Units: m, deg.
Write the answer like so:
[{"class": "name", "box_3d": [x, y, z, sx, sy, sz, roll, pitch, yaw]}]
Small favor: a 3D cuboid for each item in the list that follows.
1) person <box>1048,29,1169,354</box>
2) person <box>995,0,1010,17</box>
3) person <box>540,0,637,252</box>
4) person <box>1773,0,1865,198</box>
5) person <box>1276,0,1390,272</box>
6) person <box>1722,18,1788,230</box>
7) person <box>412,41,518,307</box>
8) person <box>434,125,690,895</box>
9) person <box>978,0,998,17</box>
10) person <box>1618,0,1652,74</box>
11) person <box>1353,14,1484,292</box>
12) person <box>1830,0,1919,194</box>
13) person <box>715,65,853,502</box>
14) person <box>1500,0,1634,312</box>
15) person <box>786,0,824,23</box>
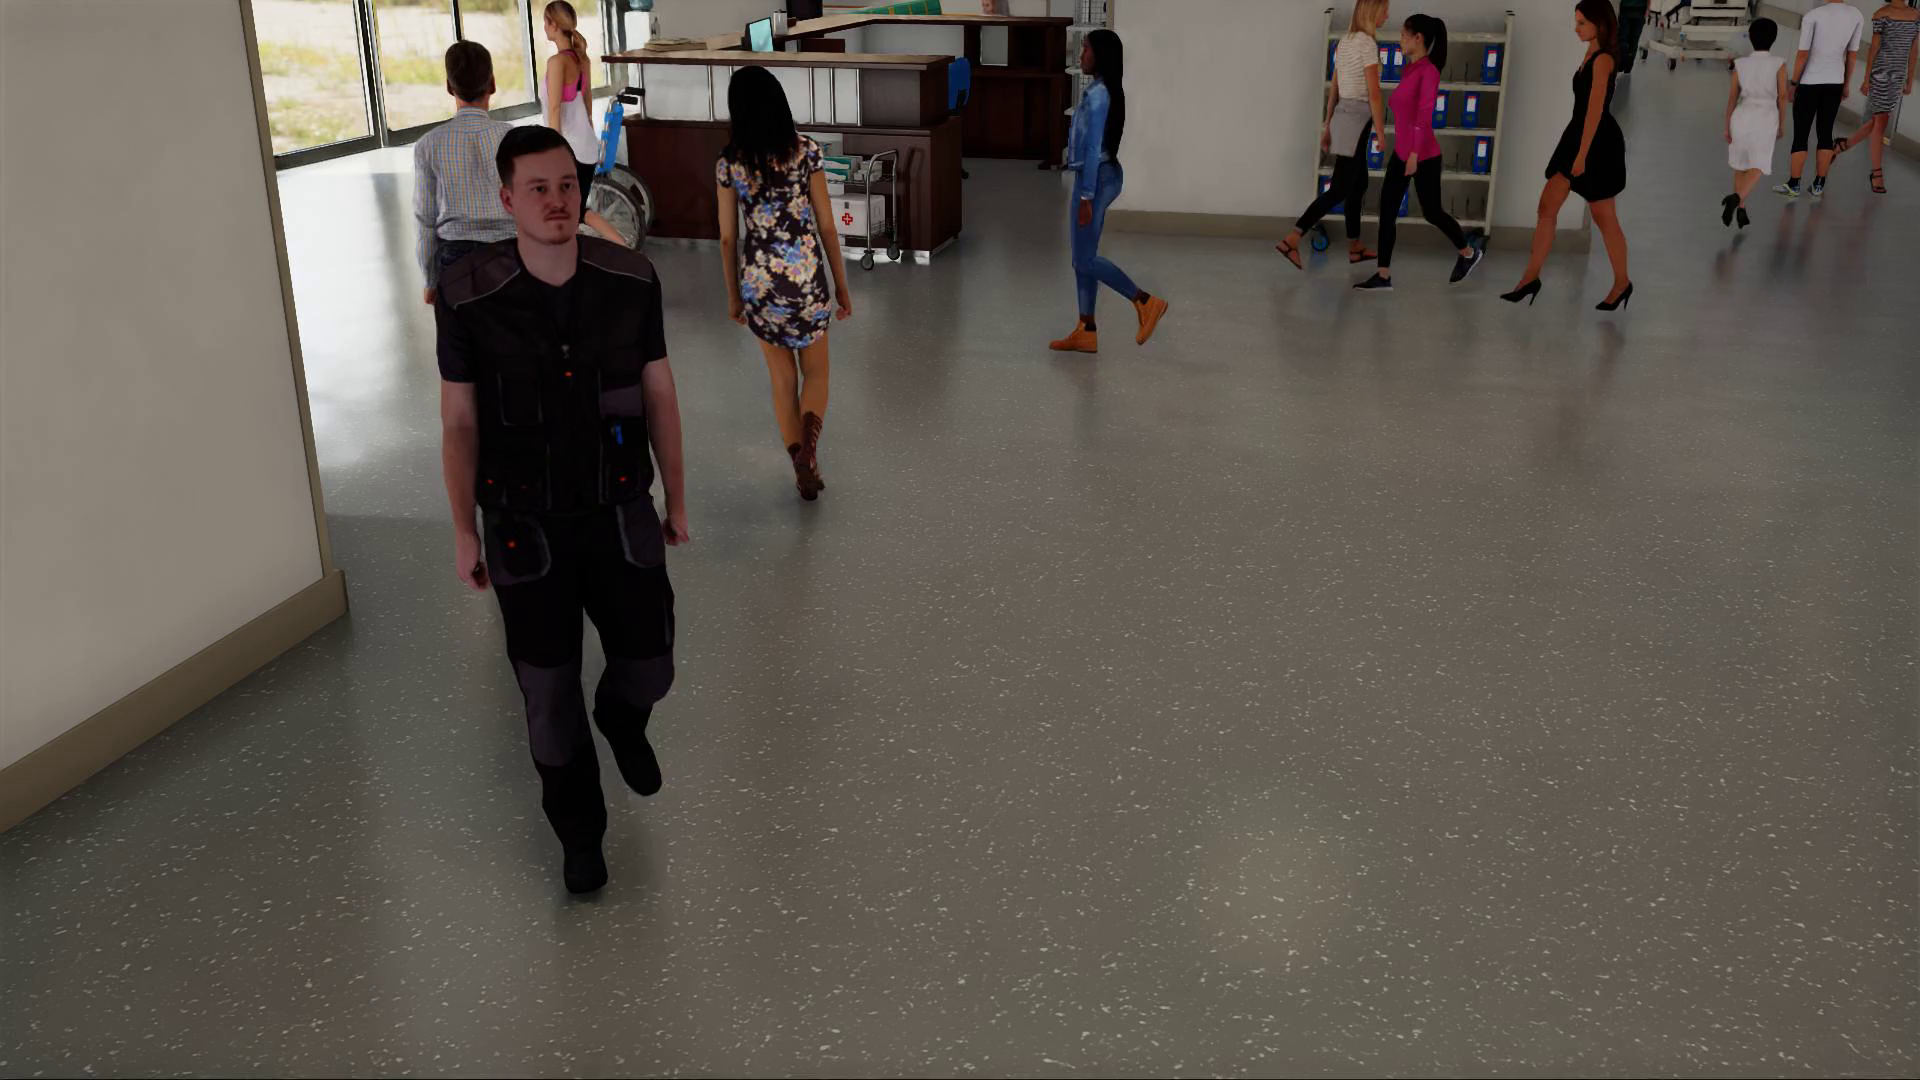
[{"class": "person", "box_3d": [0.804, -1.798, 8.777, 0.878, 1.700, 0.655, 4, 21, 11]}, {"class": "person", "box_3d": [0.598, -8.403, 26.348, 0.661, 1.606, 0.652, 3, 21, 9]}, {"class": "person", "box_3d": [-2.253, -2.316, 10.039, 0.850, 1.775, 0.608, 6, 22, 15]}, {"class": "person", "box_3d": [7.210, -3.827, 13.919, 0.604, 1.852, 0.786, 0, 21, -1]}, {"class": "person", "box_3d": [2.460, -2.618, 10.826, 1.207, 1.782, 0.997, -7, 22, -17]}, {"class": "person", "box_3d": [5.812, -3.012, 12.226, 0.973, 1.527, 0.881, 17, 27, 38]}, {"class": "person", "box_3d": [-1.871, -1.015, 6.585, 1.138, 1.788, 1.090, -6, 22, -16]}, {"class": "person", "box_3d": [-0.963, -0.076, 4.038, 0.942, 1.837, 0.997, -7, 22, -19]}, {"class": "person", "box_3d": [0.385, -6.288, 21.248, 0.746, 1.264, 0.608, 9, 22, 22]}, {"class": "person", "box_3d": [9.835, -7.747, 24.312, 0.941, 1.822, 0.712, 7, 22, 17]}, {"class": "person", "box_3d": [2.903, -2.345, 10.272, 1.165, 1.664, 0.943, -6, 22, -16]}, {"class": "person", "box_3d": [7.814, -3.897, 14.188, 1.081, 1.793, 0.978, -5, 21, -12]}, {"class": "person", "box_3d": [-0.703, -0.945, 6.506, 0.744, 1.712, 0.830, 1, 21, 4]}, {"class": "person", "box_3d": [3.775, -2.200, 9.714, 1.015, 1.788, 0.729, 2, 21, 4]}, {"class": "person", "box_3d": [-2.173, -7.316, 23.186, 0.546, 1.813, 0.764, 6, 22, 16]}]
